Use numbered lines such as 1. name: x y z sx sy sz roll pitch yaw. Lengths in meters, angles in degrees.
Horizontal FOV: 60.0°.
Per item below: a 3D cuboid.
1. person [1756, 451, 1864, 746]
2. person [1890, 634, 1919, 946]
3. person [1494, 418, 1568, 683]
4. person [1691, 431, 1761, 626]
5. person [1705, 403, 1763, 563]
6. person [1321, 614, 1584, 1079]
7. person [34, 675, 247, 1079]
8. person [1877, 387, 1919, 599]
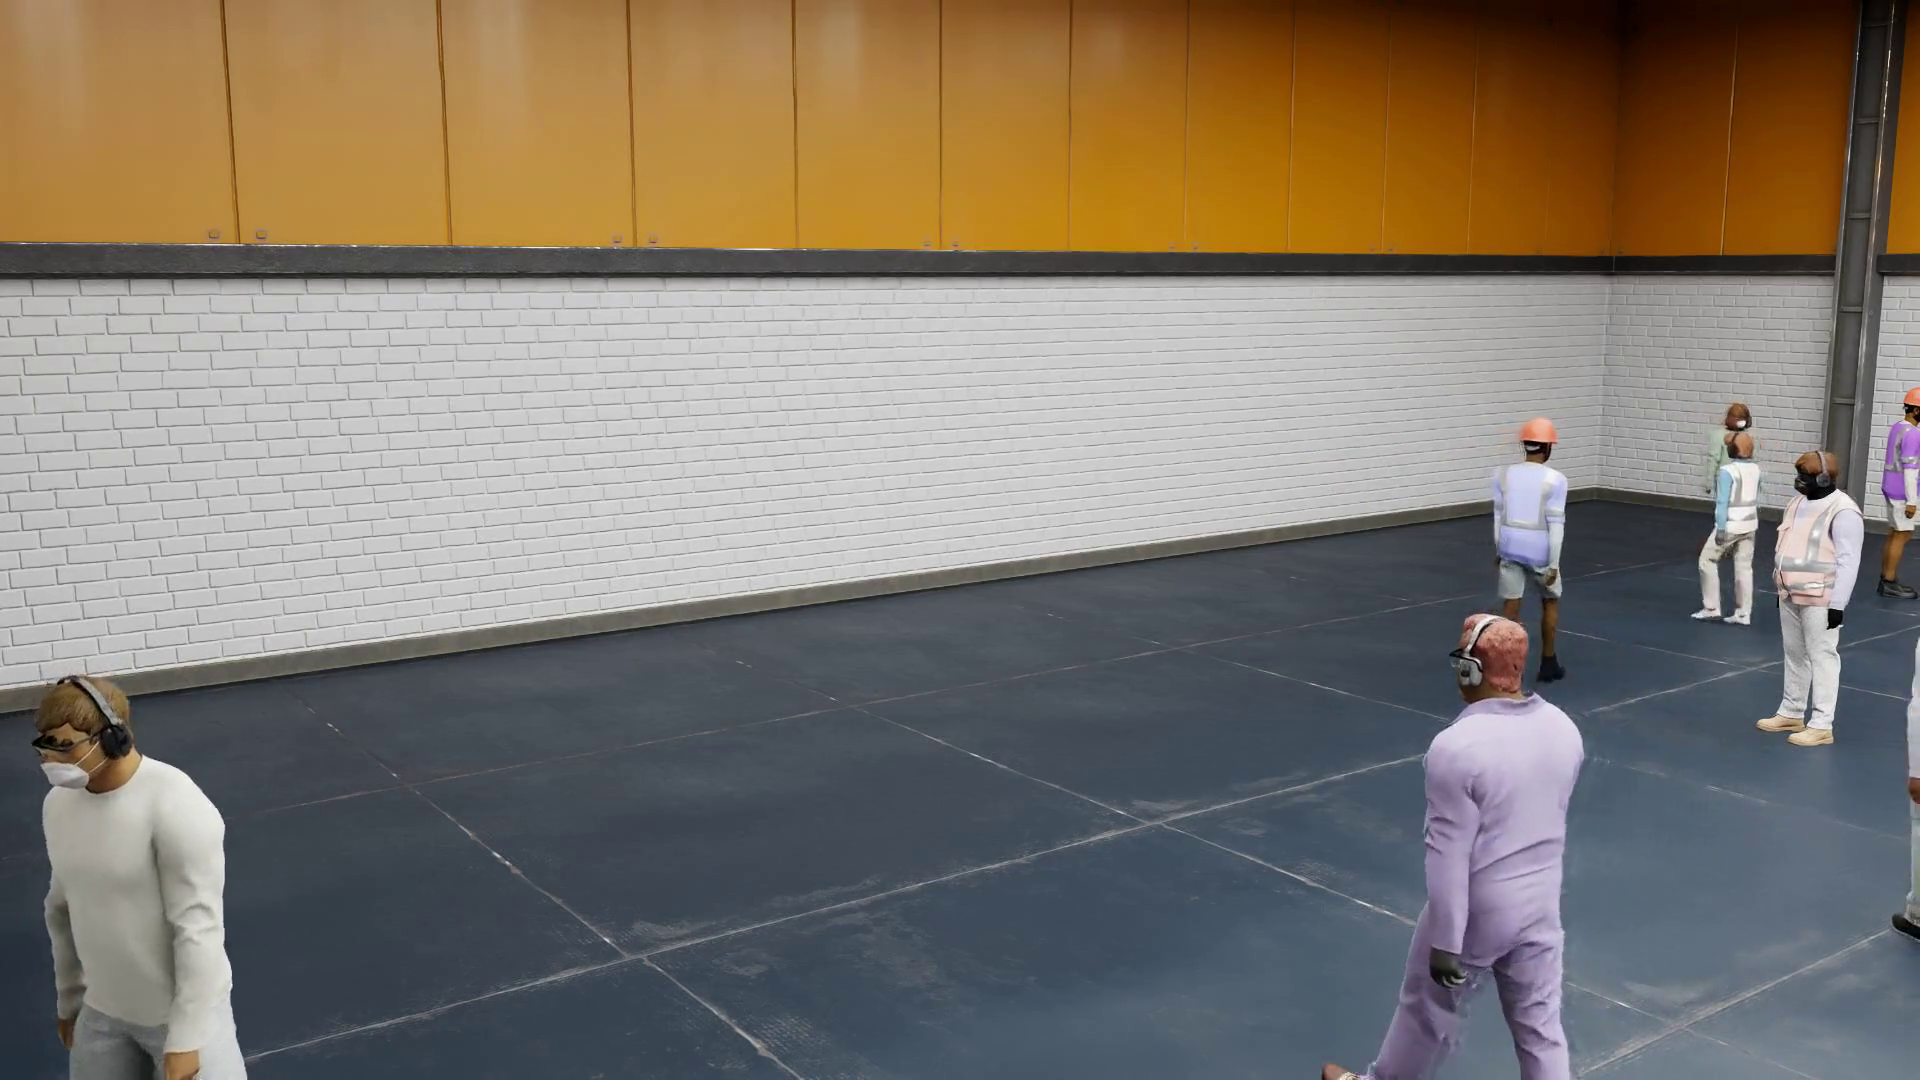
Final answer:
1. person: 5.312 0.357 10.405 0.429 1.839 0.633 -1 9 -6
2. person: 4.294 0.914 7.030 0.603 1.816 0.675 0 9 -2
3. person: 4.095 0.082 11.870 0.554 1.916 0.749 7 12 39
4. person: 6.403 -0.100 13.890 0.538 1.619 0.568 -5 11 -29
5. person: 7.859 -0.572 16.849 0.500 1.610 0.575 -2 9 -10
6. person: 1.640 1.153 5.419 0.657 1.861 0.976 -5 10 -28
7. person: -2.122 1.278 4.520 0.841 1.913 0.564 4 10 26
8. person: 8.521 -0.421 14.964 0.391 1.922 0.554 3 10 16
